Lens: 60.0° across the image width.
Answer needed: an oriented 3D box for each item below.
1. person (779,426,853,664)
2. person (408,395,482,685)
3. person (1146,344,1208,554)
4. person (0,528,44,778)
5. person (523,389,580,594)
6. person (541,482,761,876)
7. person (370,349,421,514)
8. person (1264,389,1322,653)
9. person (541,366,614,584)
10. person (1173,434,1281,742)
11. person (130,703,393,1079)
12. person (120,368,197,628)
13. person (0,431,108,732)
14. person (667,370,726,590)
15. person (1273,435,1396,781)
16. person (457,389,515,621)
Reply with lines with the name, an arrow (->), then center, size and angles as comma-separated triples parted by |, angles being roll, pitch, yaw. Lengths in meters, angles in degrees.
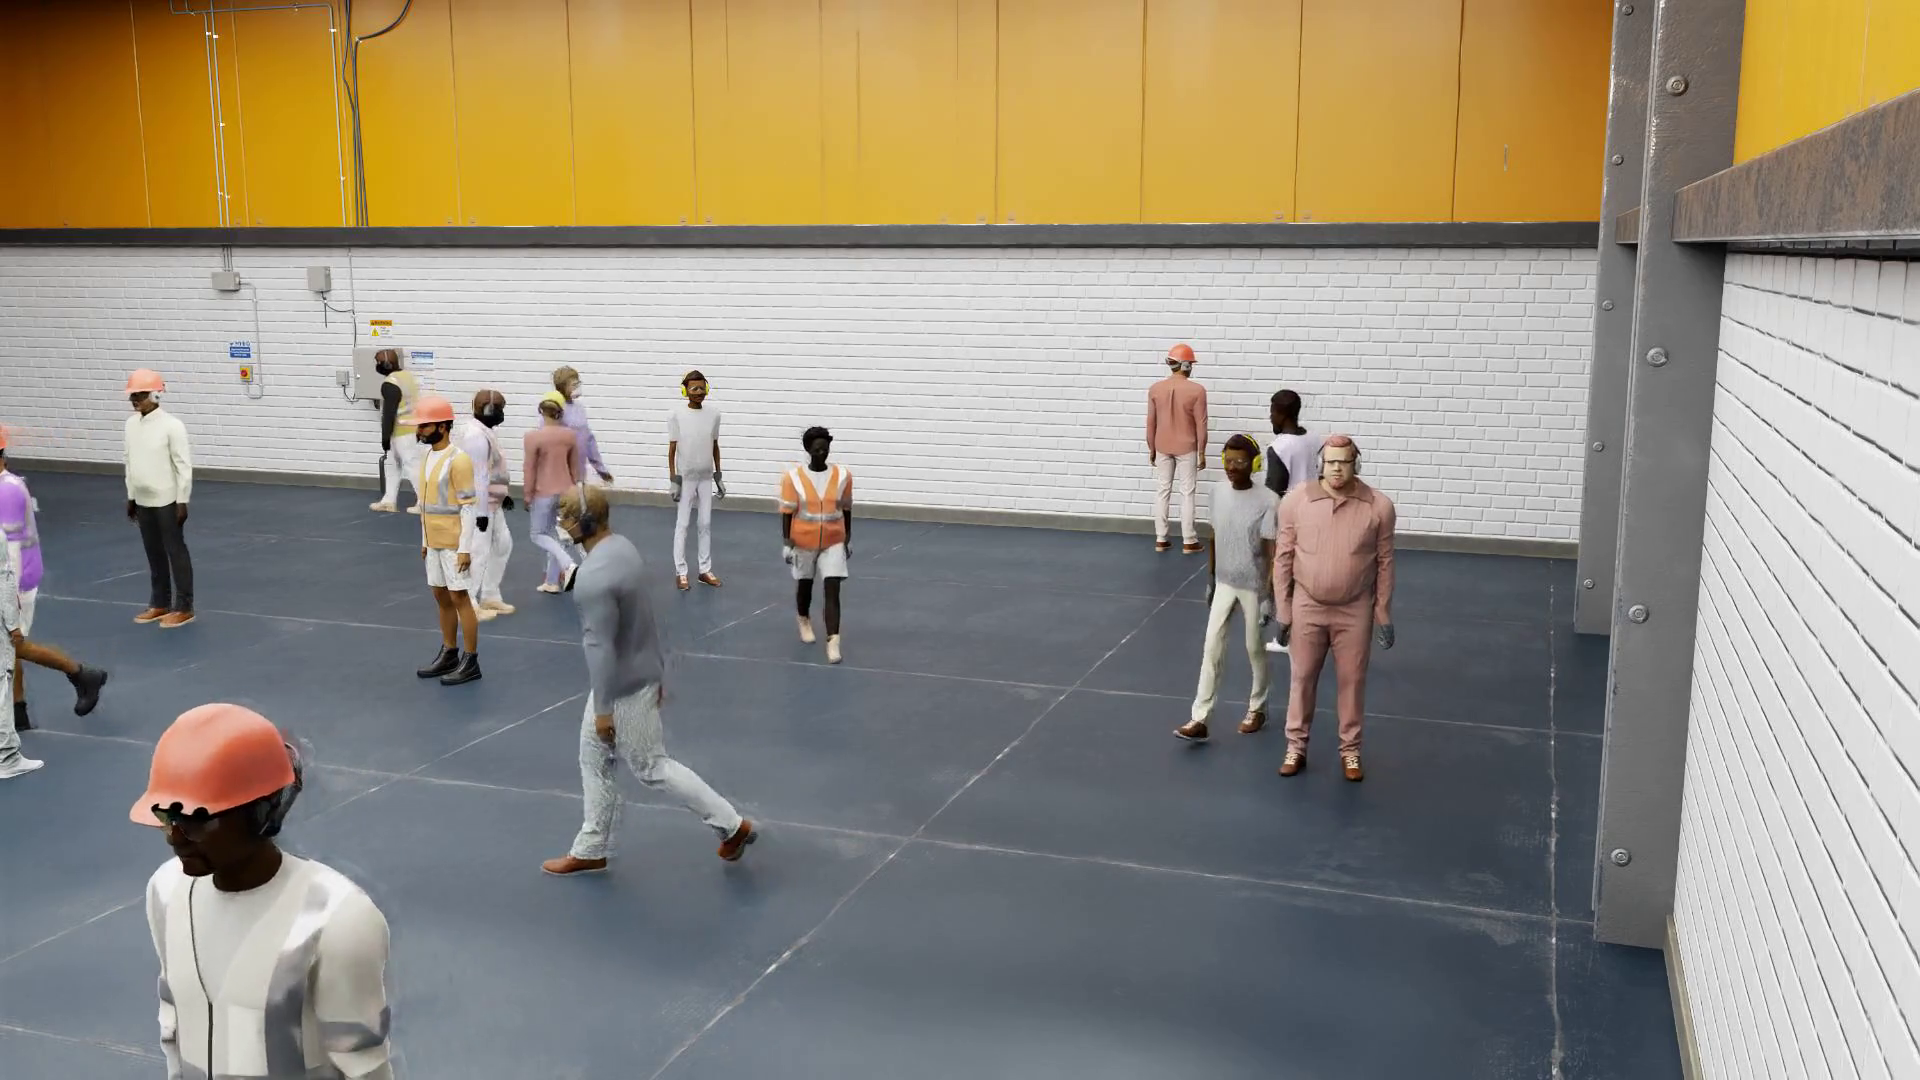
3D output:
person -> -1.029, -0.003, 11.915 | 0.537, 1.660, 0.872 | -2, 10, -13
person -> -3.452, 0.001, 11.103 | 0.553, 1.935, 0.364 | 9, 14, 43
person -> 2.075, -0.868, 15.846 | 0.613, 1.991, 0.391 | 6, 12, 31
person -> -5.384, 0.448, 9.135 | 0.487, 1.744, 0.294 | 1, 10, 6
person -> -3.357, -0.381, 13.836 | 0.546, 1.726, 0.532 | 8, 13, 37
person -> -1.432, 0.658, 7.626 | 0.967, 1.883, 0.643 | -1, 10, -4
person -> -6.145, -1.165, 18.052 | 0.834, 1.801, 0.639 | -1, 10, -4
person -> 2.324, -0.126, 11.903 | 0.515, 1.900, 0.616 | 8, 13, 40
person -> -3.314, -0.533, 14.217 | 0.653, 1.908, 0.683 | 1, 10, 6
person -> 1.596, 0.297, 9.732 | 0.557, 1.827, 0.917 | 7, 13, 36
person -> -1.420, 1.293, 3.623 | 0.610, 2.022, 0.737 | 4, 11, 24
person -> -6.172, -0.323, 12.767 | 0.621, 1.992, 0.395 | 5, 11, 26
person -> -5.609, 0.220, 9.973 | 0.634, 1.903, 0.553 | -8, 13, -38
person -> -2.246, -0.517, 14.211 | 0.520, 1.873, 0.333 | -7, 12, -33
person -> 2.044, 0.372, 9.105 | 0.681, 1.907, 0.401 | 2, 10, 13
person -> -3.751, -0.277, 13.081 | 0.499, 1.798, 0.669 | -2, 10, -12
